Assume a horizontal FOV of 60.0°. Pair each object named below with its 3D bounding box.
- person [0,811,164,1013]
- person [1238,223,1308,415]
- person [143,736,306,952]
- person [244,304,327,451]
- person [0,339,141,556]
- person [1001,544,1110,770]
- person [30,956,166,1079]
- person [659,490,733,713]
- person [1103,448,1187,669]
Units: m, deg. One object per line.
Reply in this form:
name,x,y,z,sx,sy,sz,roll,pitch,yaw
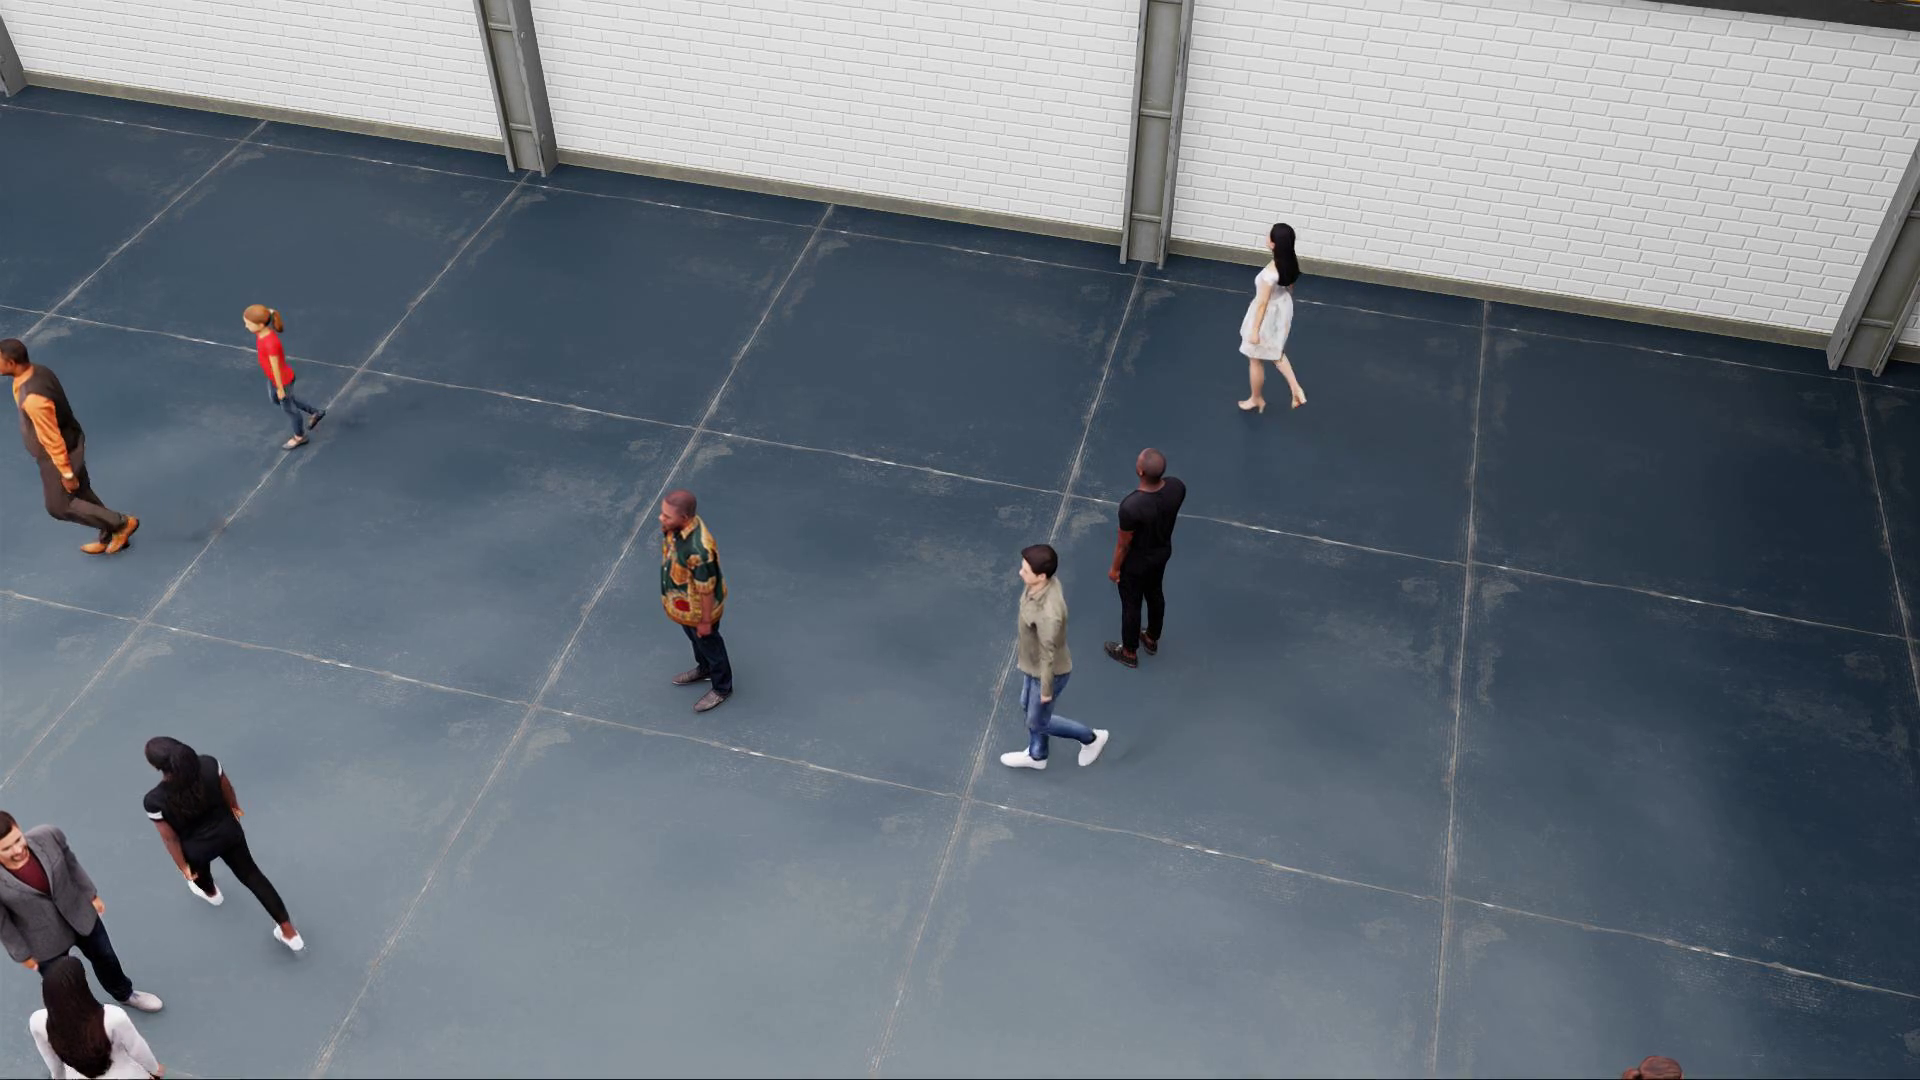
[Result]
person,-4.788,2.050,8.815,0.693,1.874,0.743,21,48,21
person,2.445,-1.614,12.744,0.963,1.760,0.807,27,50,26
person,-4.125,1.721,9.301,1.261,1.680,0.983,32,52,29
person,-5.129,-1.265,12.709,0.709,1.302,0.655,-23,48,-23
person,-6.167,-0.625,11.607,0.920,1.896,0.869,-16,46,-16
person,0.603,0.755,10.200,1.028,1.838,0.886,-4,44,-4
person,-4.200,2.740,8.156,0.879,1.783,0.874,-6,44,-6
person,-1.687,0.363,10.634,0.877,1.807,0.814,-22,48,-22
person,1.206,0.115,10.885,0.750,1.820,0.782,-27,50,-25
